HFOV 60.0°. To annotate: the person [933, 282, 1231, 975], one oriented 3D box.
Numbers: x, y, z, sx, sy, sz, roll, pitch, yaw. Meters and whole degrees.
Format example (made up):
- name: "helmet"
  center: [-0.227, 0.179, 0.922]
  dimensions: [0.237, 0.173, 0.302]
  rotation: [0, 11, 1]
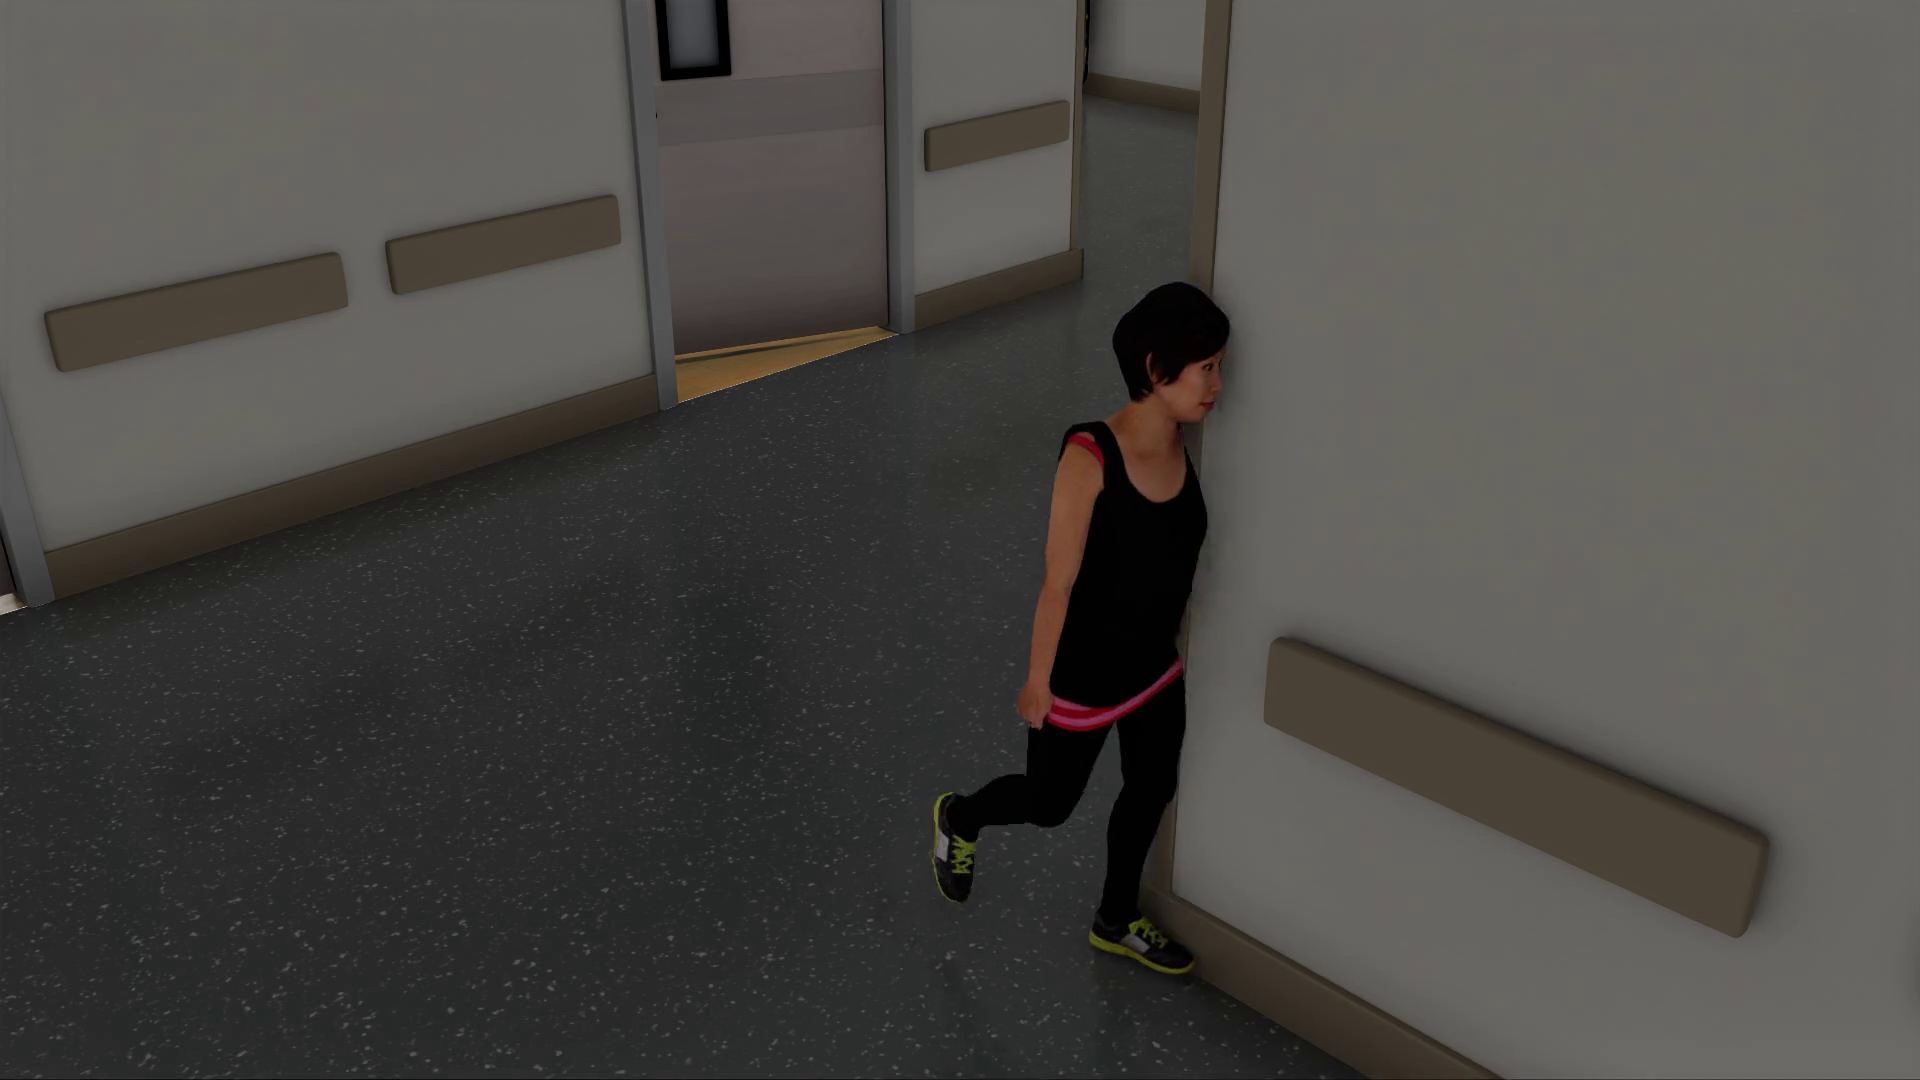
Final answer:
- name: "person"
  center: [0.252, 0.210, 3.433]
  dimensions: [0.781, 1.525, 0.641]
  rotation: [-20, 32, -35]
